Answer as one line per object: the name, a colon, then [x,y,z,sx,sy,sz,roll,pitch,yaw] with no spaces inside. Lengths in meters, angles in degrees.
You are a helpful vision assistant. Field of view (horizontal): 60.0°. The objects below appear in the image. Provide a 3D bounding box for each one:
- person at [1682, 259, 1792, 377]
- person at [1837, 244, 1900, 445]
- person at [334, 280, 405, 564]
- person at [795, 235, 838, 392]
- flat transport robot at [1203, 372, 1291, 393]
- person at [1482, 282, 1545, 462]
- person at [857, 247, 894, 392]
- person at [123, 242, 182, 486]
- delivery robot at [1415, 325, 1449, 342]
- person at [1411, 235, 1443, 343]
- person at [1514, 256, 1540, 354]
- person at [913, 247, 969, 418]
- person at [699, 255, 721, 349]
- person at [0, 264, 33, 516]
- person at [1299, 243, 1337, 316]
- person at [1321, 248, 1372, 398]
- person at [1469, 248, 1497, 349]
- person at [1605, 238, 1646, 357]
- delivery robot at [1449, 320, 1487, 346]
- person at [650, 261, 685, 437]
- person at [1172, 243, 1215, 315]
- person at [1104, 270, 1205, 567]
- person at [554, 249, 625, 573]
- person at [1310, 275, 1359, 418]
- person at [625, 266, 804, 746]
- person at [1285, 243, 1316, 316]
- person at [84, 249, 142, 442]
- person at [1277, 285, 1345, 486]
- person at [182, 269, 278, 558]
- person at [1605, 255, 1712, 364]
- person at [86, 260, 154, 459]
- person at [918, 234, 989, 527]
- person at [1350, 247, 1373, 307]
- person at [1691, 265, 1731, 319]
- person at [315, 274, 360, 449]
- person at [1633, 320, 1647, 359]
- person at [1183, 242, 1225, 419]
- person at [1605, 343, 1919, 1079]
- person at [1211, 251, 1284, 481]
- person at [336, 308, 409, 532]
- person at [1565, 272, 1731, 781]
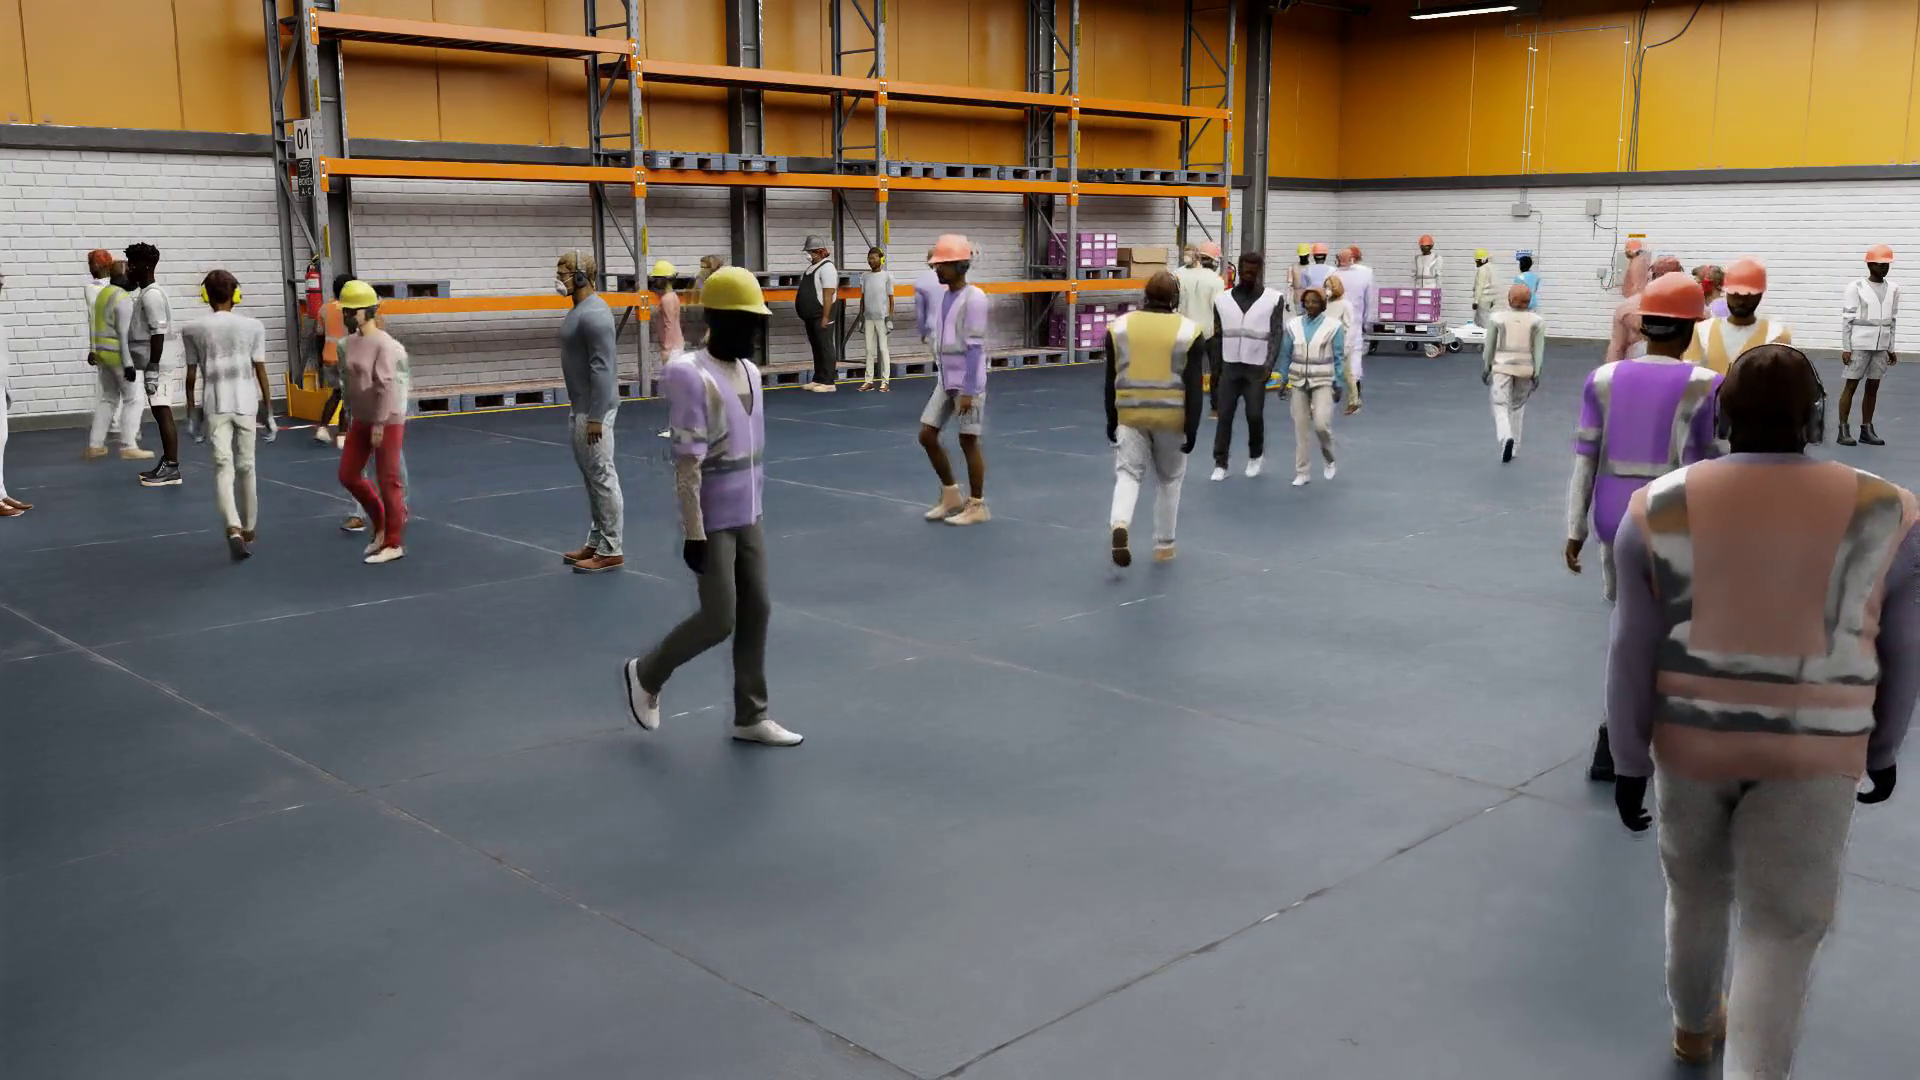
person: [4.277,-0.610,9.295,0.559,1.886,0.956,8,13,37]
person: [8.778,-1.873,16.036,0.543,1.939,0.360,-1,10,-5]
person: [-3.627,-0.715,10.228,0.519,1.749,0.377,8,13,36]
person: [-1.874,-2.947,21.614,0.535,2.000,0.679,-5,12,-26]
flat transport robot: [3.706,-2.064,21.631,1.431,0.197,0.652,-10,14,-42]
person: [4.949,-1.493,14.860,0.513,1.610,0.715,1,10,7]
person: [-1.098,-2.859,21.588,0.513,1.876,0.328,5,11,25]
person: [-6.562,-1.427,13.529,0.367,1.966,0.607,-5,12,-26]
delivery robot: [8.179,-3.619,29.075,0.707,0.478,0.477,7,12,34]
person: [8.727,-4.700,31.222,0.409,2.029,0.611,-10,14,-43]
person: [9.696,-4.039,28.567,0.537,1.665,0.749,-4,11,-19]
person: [-0.198,-2.323,18.626,0.667,1.888,0.642,-1,10,-8]
person: [-2.894,-2.377,19.196,0.975,1.789,0.514,-5,11,-25]
person: [-7.004,-1.108,12.056,0.312,1.869,0.537,-3,11,-16]
person: [5.248,-3.366,24.266,0.587,1.899,0.895,2,11,12]
person: [4.785,-2.682,20.636,0.640,1.876,0.863,1,10,3]
person: [9.236,-4.262,29.461,0.619,1.791,0.661,7,13,34]
person: [11.081,-3.936,27.207,0.809,1.976,0.620,7,12,32]
delivery robot: [8.795,-3.545,28.674,0.707,0.478,0.477,3,11,16]
person: [-2.936,-1.917,16.743,0.329,1.769,0.526,-1,10,-3]
person: [2.882,-2.831,21.322,0.655,1.910,0.859,9,13,39]
person: [1.155,-0.716,10.066,0.632,1.820,0.766,3,11,16]
person: [-2.229,-0.771,10.025,0.359,1.938,0.632,-4,11,-20]
person: [4.201,-2.156,18.557,0.896,1.583,0.507,-9,14,-42]
person: [-0.979,-0.115,6.542,0.642,1.905,0.602,5,11,24]
person: [5.710,-3.979,27.676,0.608,1.877,0.923,5,11,25]
person: [-8.329,-1.899,16.322,0.337,1.883,0.584,2,11,12]
person: [2.837,-1.240,13.443,0.526,1.629,0.360,7,12,32]
person: [-4.649,-0.813,10.607,0.531,1.823,0.949,-5,11,-24]
person: [4.869,-1.043,11.666,0.713,1.883,0.422,3,11,16]
person: [-7.646,-1.620,15.071,0.694,1.811,0.536,10,14,44]
person: [-0.039,-1.078,11.478,0.544,2.025,0.610,-6,12,-31]
person: [6.107,-3.632,25.941,0.598,1.844,0.911,0,10,-1]
person: [5.616,-1.130,12.379,0.648,1.800,0.563,6,12,29]
person: [-5.854,-1.686,15.794,0.610,1.663,0.342,4,11,22]
person: [4.290,-0.662,10.306,0.539,1.608,0.522,6,12,30]
person: [2.591,-2.279,18.212,0.879,1.960,0.624,-7,13,-35]
person: [1.762,0.468,3.692,0.621,1.799,0.976,6,12,29]
person: [2.358,-1.428,13.733,0.605,1.893,0.558,4,11,20]
person: [-4.031,-0.848,11.399,0.510,1.580,0.851,0,10,2]
person: [2.667,-0.072,6.373,0.567,1.877,1.005,10,14,43]
